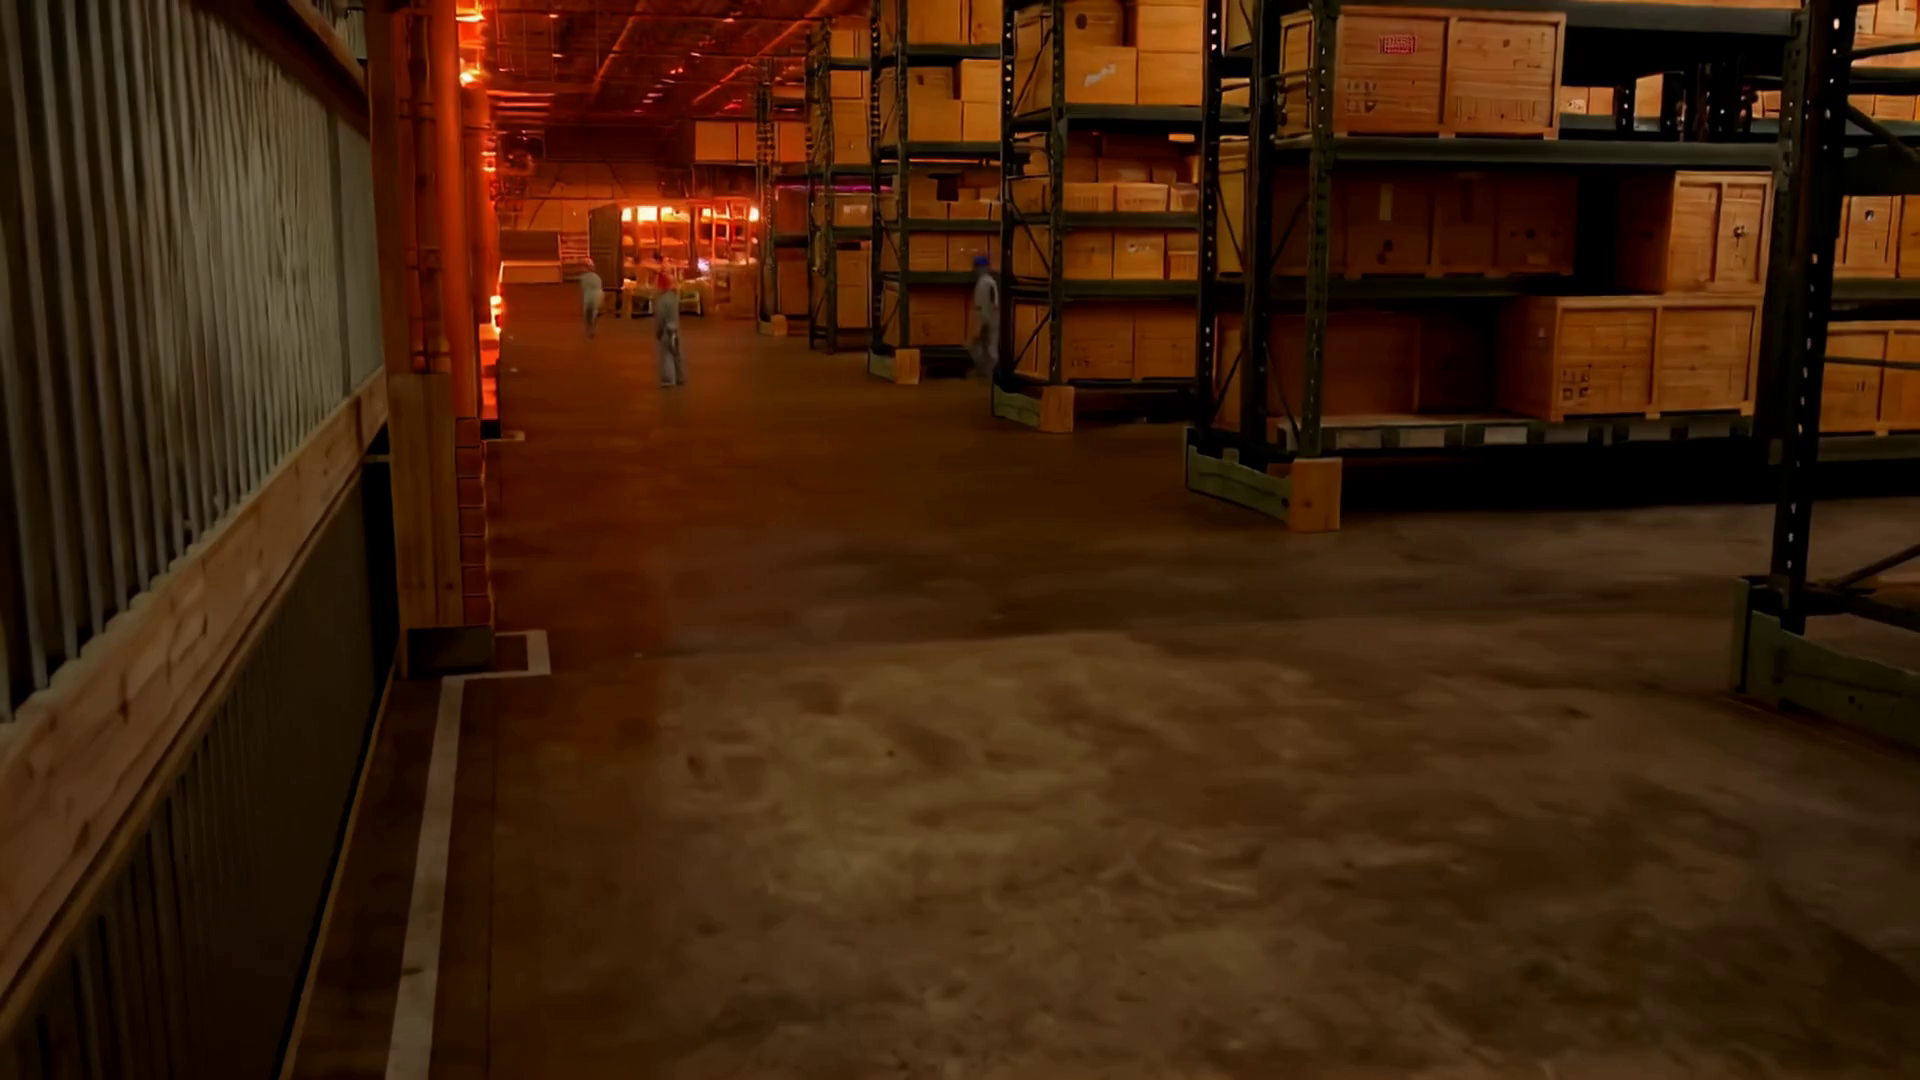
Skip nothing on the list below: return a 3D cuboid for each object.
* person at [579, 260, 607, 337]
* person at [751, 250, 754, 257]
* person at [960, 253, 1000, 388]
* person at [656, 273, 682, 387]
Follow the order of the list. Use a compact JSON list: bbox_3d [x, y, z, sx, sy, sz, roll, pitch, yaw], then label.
[{"bbox_3d":[-8.231,-5.422,37.381,0.562,1.707,0.882,2,10,10],"label":"person"},{"bbox_3d":[-10.038,-13.189,80.982,0.377,1.844,0.569,-9,13,-41],"label":"person"},{"bbox_3d":[0.261,-3.117,23.734,0.727,1.919,0.653,2,10,9],"label":"person"},{"bbox_3d":[-4.203,-3.024,24.004,0.314,1.641,0.515,4,11,22],"label":"person"}]
